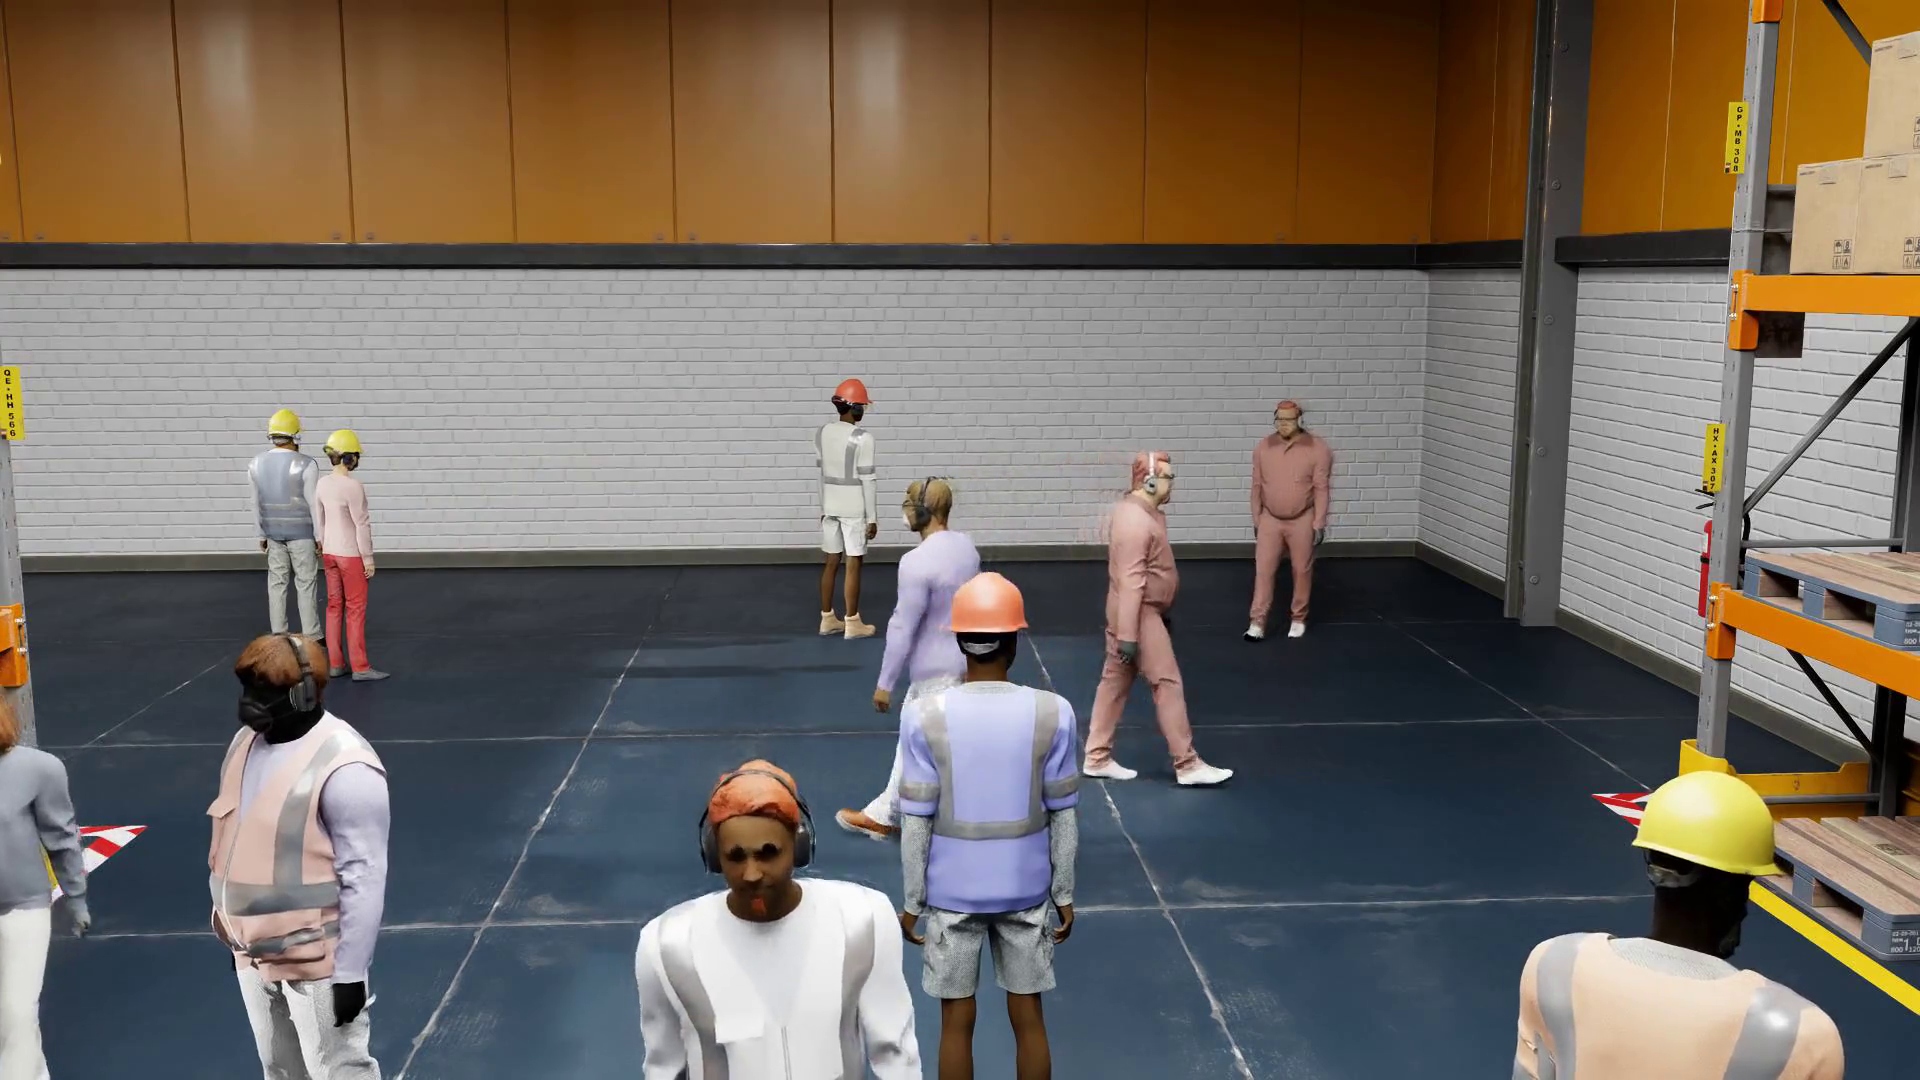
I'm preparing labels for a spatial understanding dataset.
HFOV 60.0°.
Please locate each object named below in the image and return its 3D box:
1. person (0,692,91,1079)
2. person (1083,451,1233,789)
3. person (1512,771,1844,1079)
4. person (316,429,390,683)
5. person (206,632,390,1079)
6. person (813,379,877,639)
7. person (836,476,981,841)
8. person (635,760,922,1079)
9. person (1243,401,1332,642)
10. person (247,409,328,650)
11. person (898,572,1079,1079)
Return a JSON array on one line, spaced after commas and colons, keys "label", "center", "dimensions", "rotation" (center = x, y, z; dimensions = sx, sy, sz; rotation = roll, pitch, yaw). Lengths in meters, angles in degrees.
[{"label": "person", "center": [-3.105, 1.203, 5.320], "dimensions": [0.528, 1.583, 0.875], "rotation": [-2, 9, -11]}, {"label": "person", "center": [1.114, 0.445, 9.197], "dimensions": [0.922, 1.868, 0.671], "rotation": [0, 9, 0]}, {"label": "person", "center": [1.340, 1.382, 3.167], "dimensions": [0.589, 1.917, 0.391], "rotation": [9, 12, 43]}, {"label": "person", "center": [-4.270, 0.112, 11.621], "dimensions": [0.522, 1.768, 0.313], "rotation": [6, 11, 35]}, {"label": "person", "center": [-1.901, 1.167, 4.759], "dimensions": [0.634, 1.842, 0.429], "rotation": [6, 11, 34]}, {"label": "person", "center": [-0.867, -0.237, 12.992], "dimensions": [0.607, 2.038, 0.395], "rotation": [8, 12, 40]}, {"label": "person", "center": [-0.132, 0.629, 8.032], "dimensions": [1.068, 1.882, 0.647], "rotation": [4, 10, 23]}, {"label": "person", "center": [-0.405, 1.348, 3.655], "dimensions": [0.583, 1.843, 1.000], "rotation": [-3, 9, -16]}, {"label": "person", "center": [2.498, -0.122, 12.777], "dimensions": [0.647, 1.870, 0.925], "rotation": [4, 10, 24]}, {"label": "person", "center": [-5.013, -0.065, 12.501], "dimensions": [0.599, 1.836, 0.404], "rotation": [2, 9, 13]}, {"label": "person", "center": [0.084, 1.060, 5.134], "dimensions": [0.551, 1.933, 0.369], "rotation": [-1, 9, -6]}]
